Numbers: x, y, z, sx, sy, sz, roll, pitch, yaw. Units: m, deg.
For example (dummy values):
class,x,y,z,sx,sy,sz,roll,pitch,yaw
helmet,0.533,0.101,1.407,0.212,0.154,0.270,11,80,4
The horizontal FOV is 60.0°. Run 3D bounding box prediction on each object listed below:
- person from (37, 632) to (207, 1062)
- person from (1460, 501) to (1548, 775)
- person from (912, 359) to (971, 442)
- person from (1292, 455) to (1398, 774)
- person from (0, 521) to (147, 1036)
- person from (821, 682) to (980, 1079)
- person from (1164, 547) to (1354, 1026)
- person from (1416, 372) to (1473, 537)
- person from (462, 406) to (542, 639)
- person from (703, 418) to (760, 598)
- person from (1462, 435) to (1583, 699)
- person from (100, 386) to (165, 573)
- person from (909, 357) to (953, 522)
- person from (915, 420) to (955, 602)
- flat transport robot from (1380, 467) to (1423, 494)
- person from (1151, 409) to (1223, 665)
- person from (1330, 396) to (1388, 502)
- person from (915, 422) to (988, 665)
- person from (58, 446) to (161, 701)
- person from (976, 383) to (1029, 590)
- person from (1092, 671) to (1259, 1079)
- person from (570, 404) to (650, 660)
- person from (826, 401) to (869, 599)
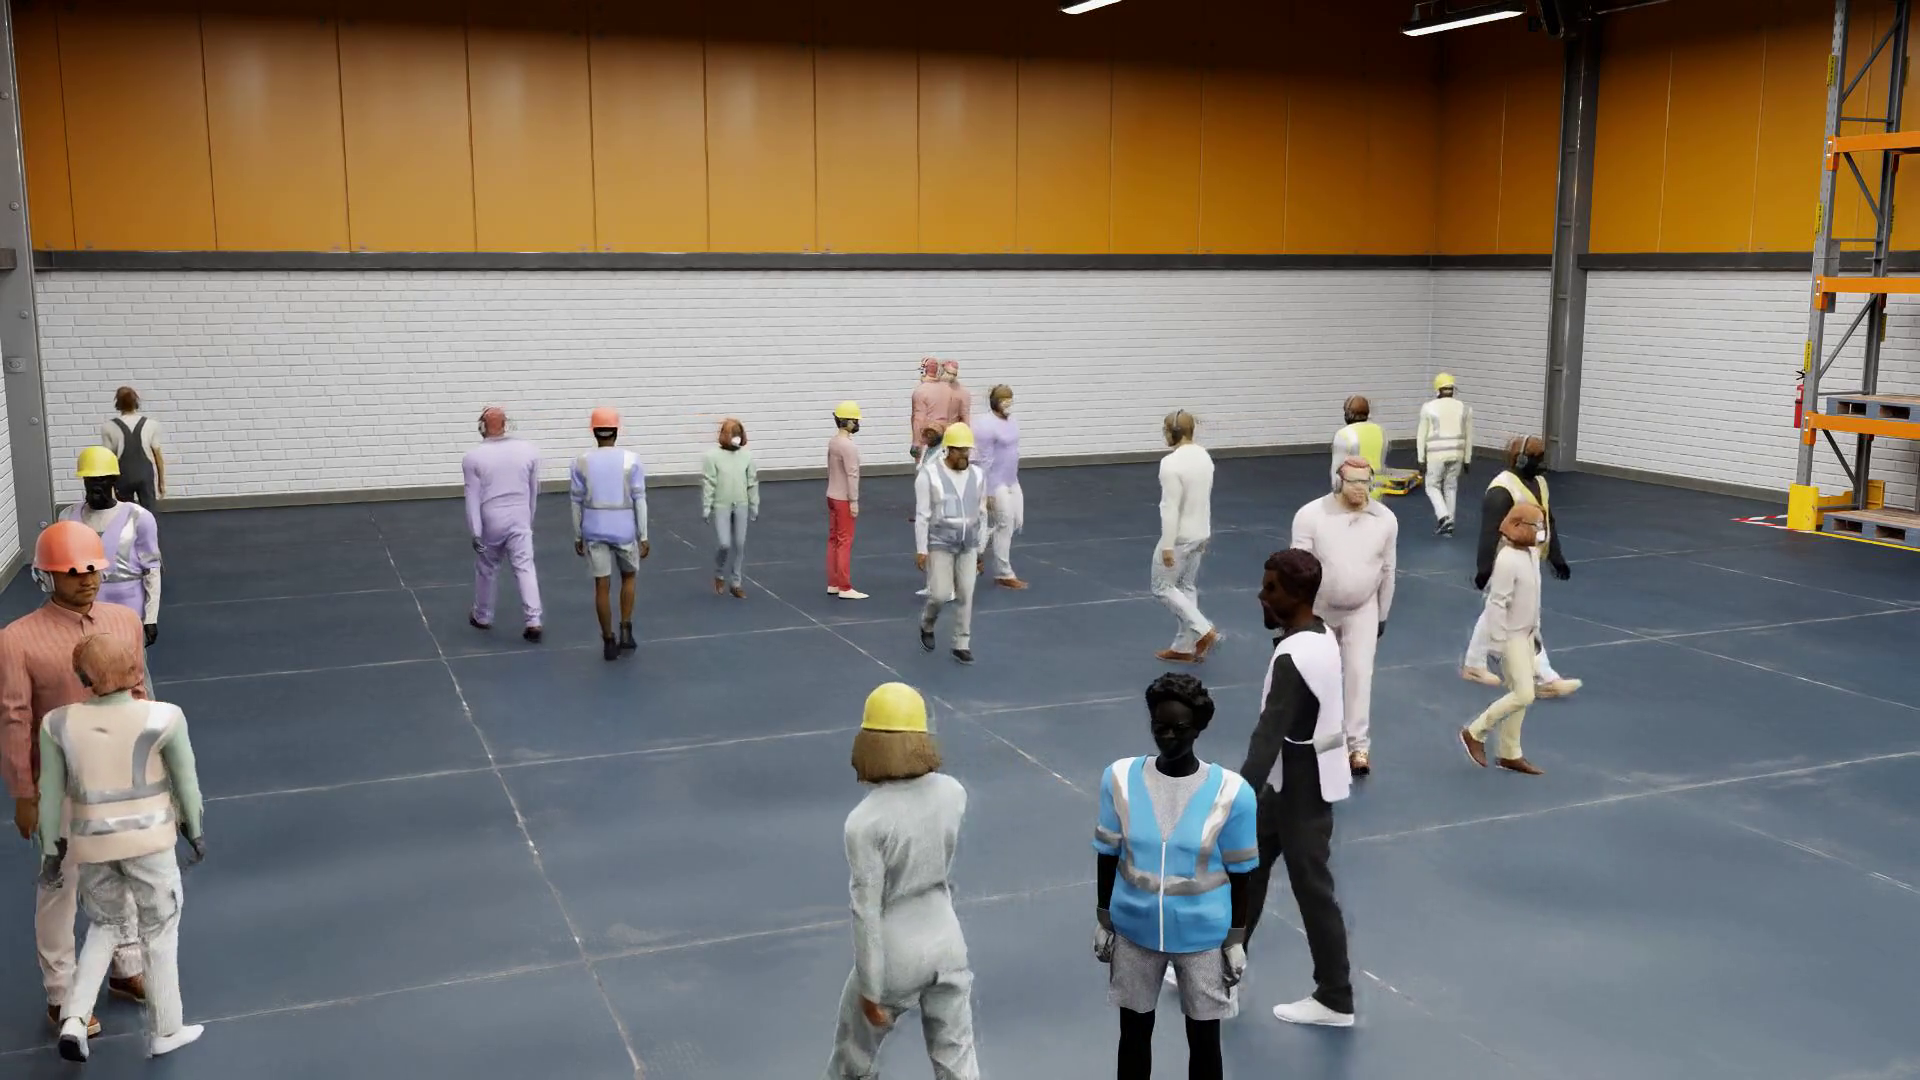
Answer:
class,x,y,z,sx,sy,sz,roll,pitch,yaw
person,-3.105,1.151,6.146,0.507,1.625,0.446,0,9,-3
person,3.225,0.572,9.651,0.381,1.623,0.504,7,11,35
person,-0.215,-1.215,19.751,0.722,1.871,0.539,3,10,16
person,2.286,0.410,9.961,0.649,1.851,1.038,1,9,6
person,-3.396,0.908,6.474,0.385,1.993,0.623,5,10,27
person,-0.222,1.276,5.197,0.477,1.689,0.885,-8,12,-39
person,1.165,0.963,6.493,0.879,1.884,0.596,2,10,14
person,5.279,-0.913,18.095,0.626,1.808,0.573,-1,9,-9
person,-3.657,-0.142,13.289,0.637,1.857,1.045,-6,11,-34
person,-2.023,-0.276,14.773,0.526,1.617,0.359,-6,11,-31
person,3.911,0.172,11.532,0.938,1.794,0.635,8,12,40
person,-7.840,-0.544,15.782,0.536,1.830,0.661,-6,11,-34
person,-0.367,-1.155,19.244,0.408,1.906,0.653,7,11,35
person,-0.193,-0.260,14.729,0.363,1.615,0.589,-3,10,-18
flat transport robot,5.669,-0.790,21.981,0.652,0.197,1.431,4,10,25
person,1.672,-0.003,12.217,0.513,1.920,0.652,7,12,37
person,3.495,-0.398,14.976,0.660,1.796,0.931,-5,11,-29
person,-0.067,0.020,12.394,0.609,1.815,0.493,-5,10,-26
person,-4.946,0.413,9.677,0.588,1.930,0.361,0,9,1
person,0.307,-0.491,15.220,0.623,1.906,0.636,6,11,31
person,0.674,1.249,5.304,0.535,1.700,0.318,3,10,19
person,-2.650,-0.070,12.625,0.581,1.917,0.608,-1,9,-7
person,-1.021,-0.357,14.846,0.329,1.765,0.526,-4,10,-24
